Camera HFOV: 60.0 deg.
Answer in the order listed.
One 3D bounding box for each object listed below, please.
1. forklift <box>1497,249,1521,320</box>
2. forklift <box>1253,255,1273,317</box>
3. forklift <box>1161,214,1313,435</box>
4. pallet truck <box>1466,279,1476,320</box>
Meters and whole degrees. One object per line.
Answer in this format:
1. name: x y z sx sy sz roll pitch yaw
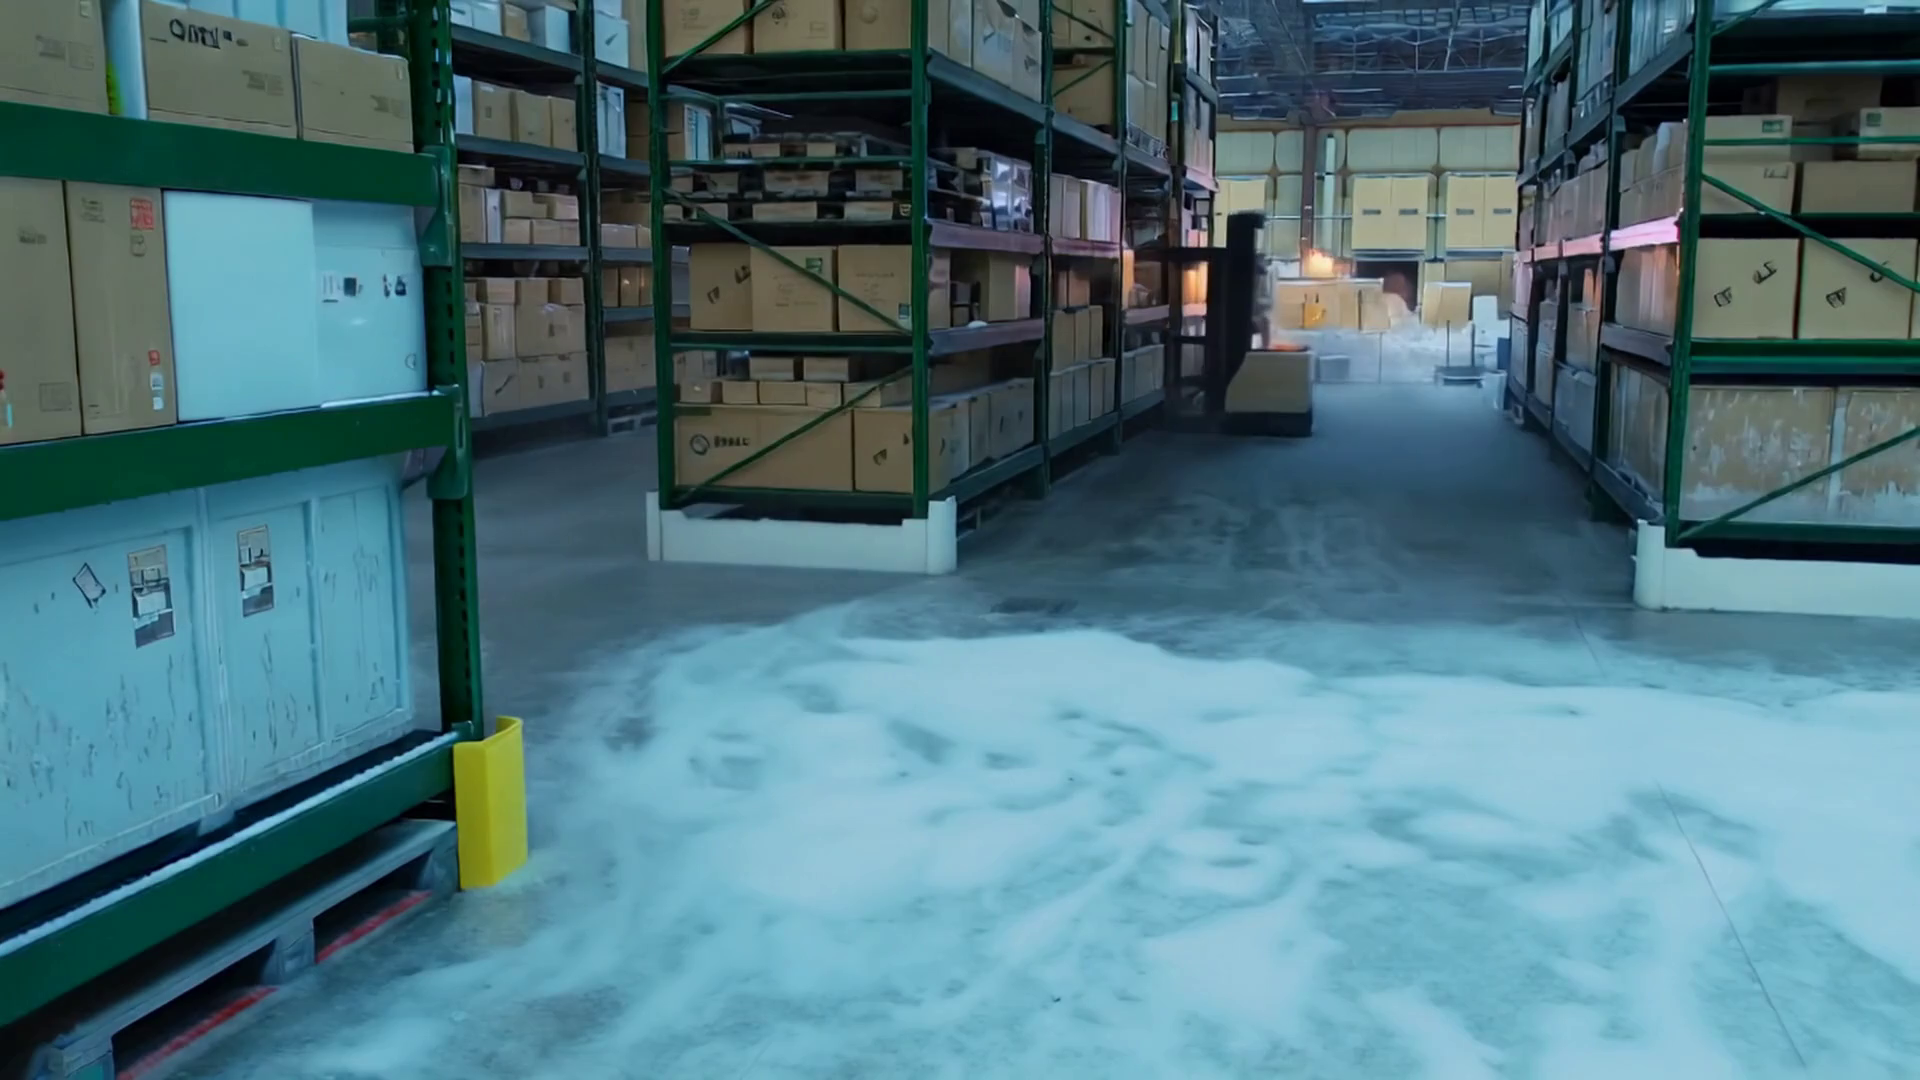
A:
1. forklift: 15.282 -6.531 45.267 1.129 2.768 1.873 5 10 29
2. forklift: 10.551 -8.662 58.805 1.129 2.768 1.873 2 9 15
3. forklift: 3.647 -2.812 21.640 1.873 2.768 1.129 2 9 15
4. pallet truck: 18.896 -8.459 60.307 1.885 1.965 0.823 5 10 31
